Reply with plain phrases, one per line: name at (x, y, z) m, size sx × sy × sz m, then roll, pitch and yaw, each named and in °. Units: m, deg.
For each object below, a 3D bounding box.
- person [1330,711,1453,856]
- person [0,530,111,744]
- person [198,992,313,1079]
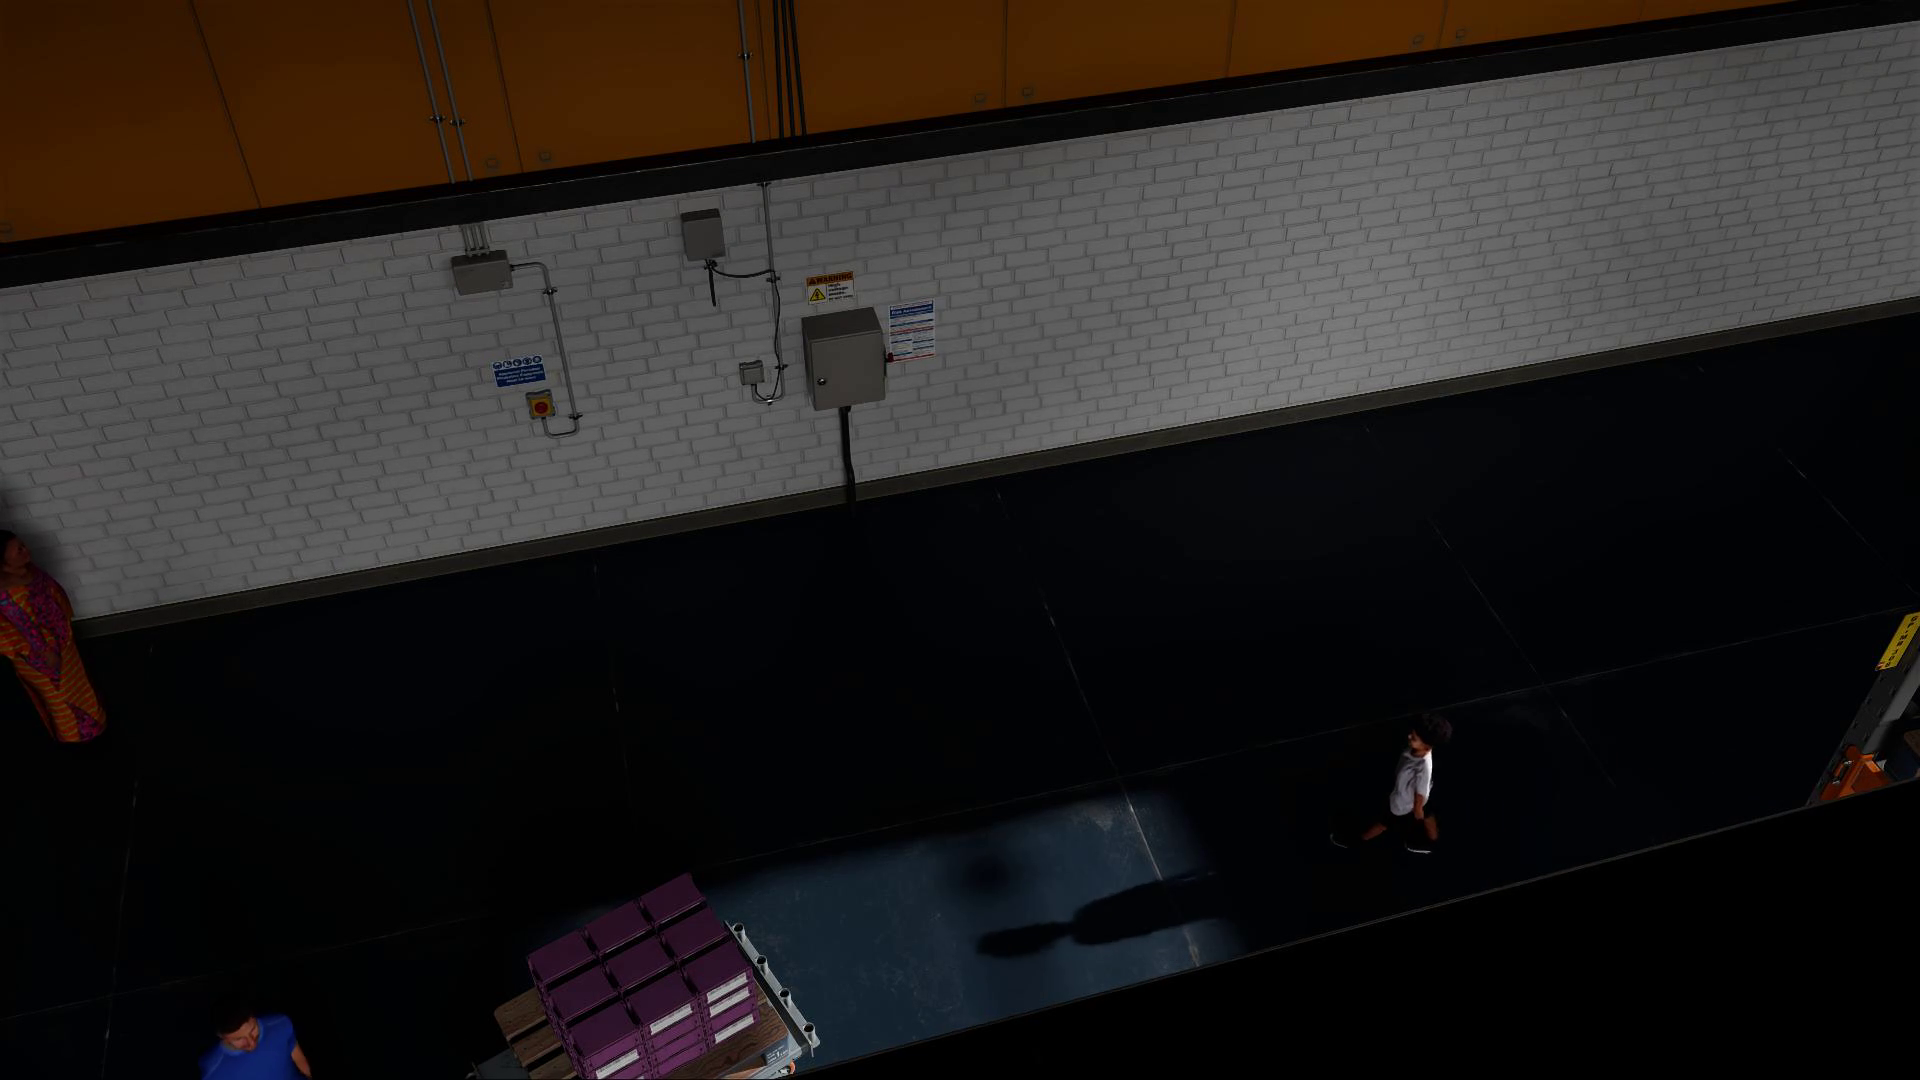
person at (2.696, 1.449, 9.677) m, size 0.808 × 1.226 × 0.893 m, roll 8°, pitch 44°, yaw 8°
person at (-5.687, 0.564, 10.286) m, size 0.746 × 1.667 × 0.629 m, roll -16°, pitch 46°, yaw -16°
person at (-3.327, 2.667, 7.968) m, size 0.970 × 1.821 × 1.316 m, roll -30°, pitch 51°, yaw -28°
